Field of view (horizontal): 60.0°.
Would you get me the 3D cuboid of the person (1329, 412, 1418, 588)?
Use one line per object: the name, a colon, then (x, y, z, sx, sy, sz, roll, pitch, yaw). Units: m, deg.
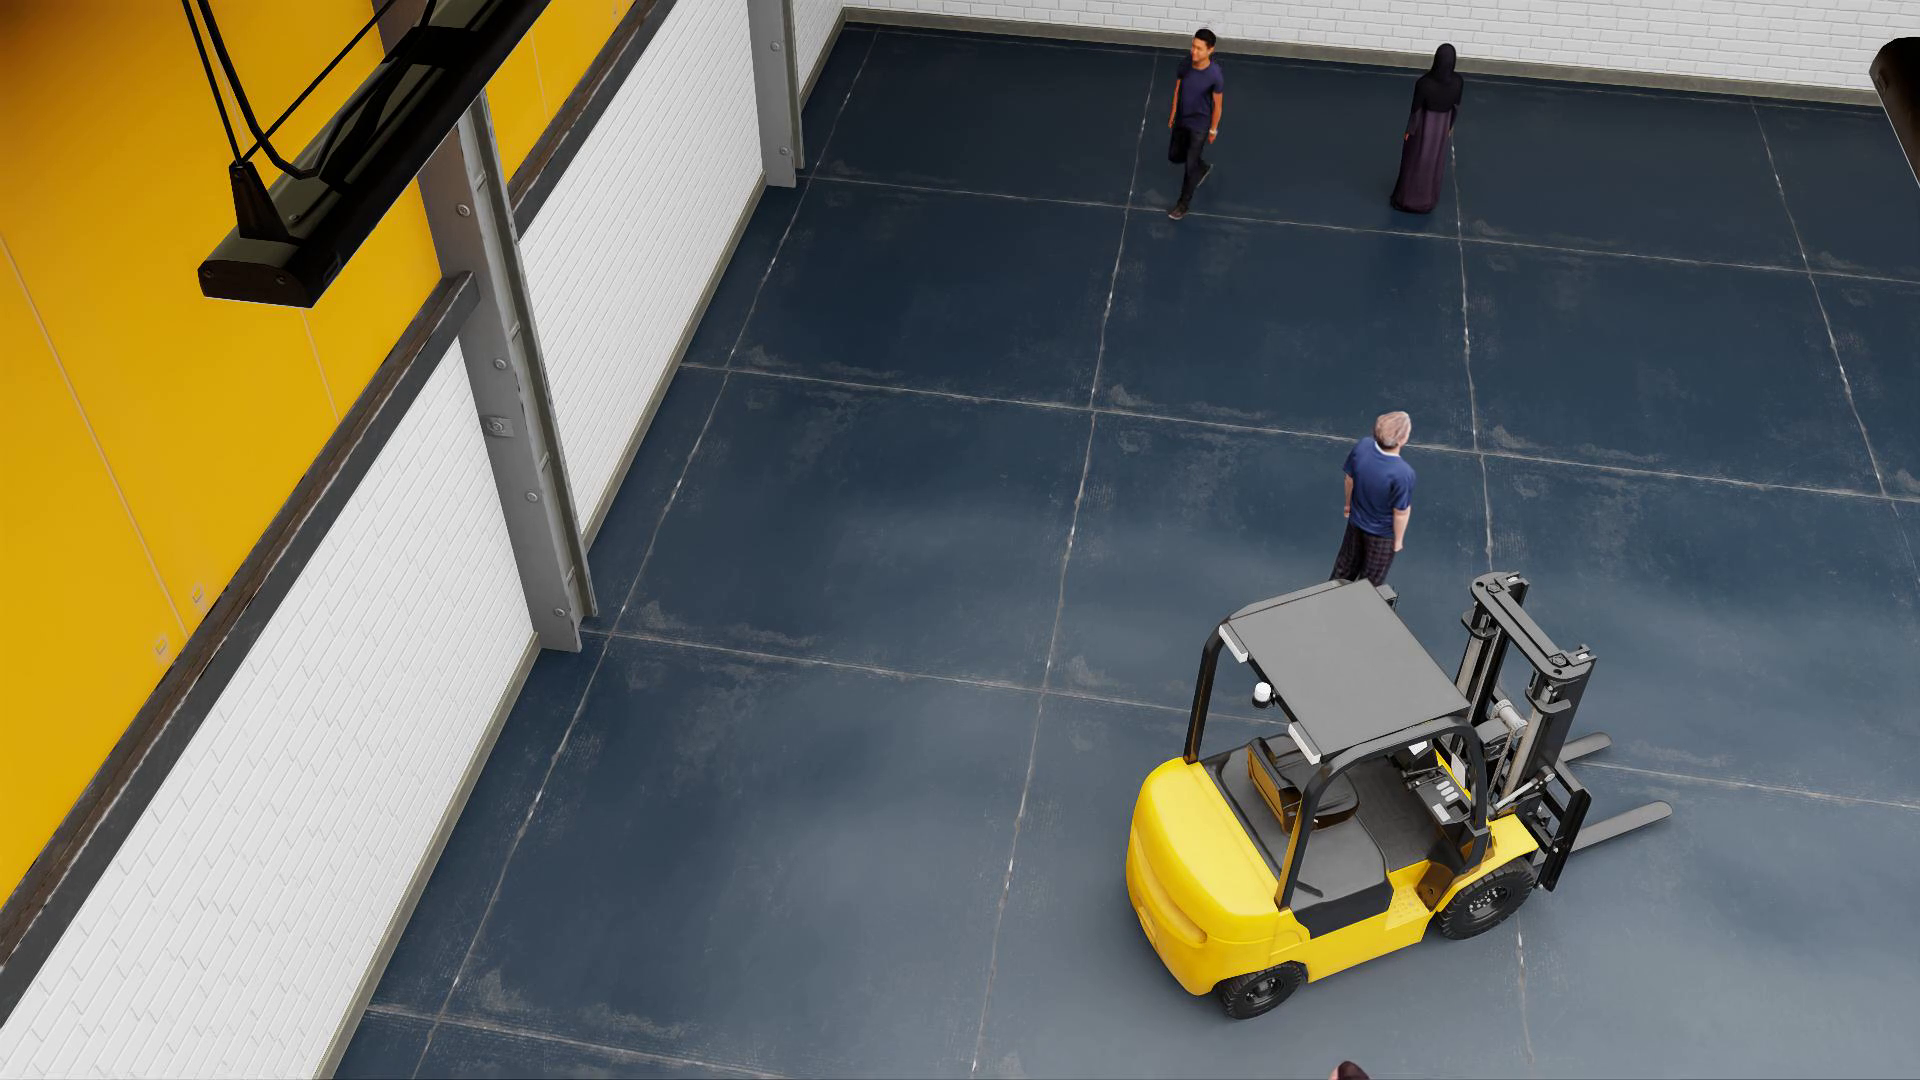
person: (2.699, -0.100, 10.877, 0.776, 1.872, 0.727, -28, 50, -26)

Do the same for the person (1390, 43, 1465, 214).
person: (4.182, -3.675, 14.815, 0.659, 1.615, 0.665, -3, 44, -4)

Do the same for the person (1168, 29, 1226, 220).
person: (2.121, -3.734, 14.757, 0.923, 1.781, 1.029, 34, 53, 30)
